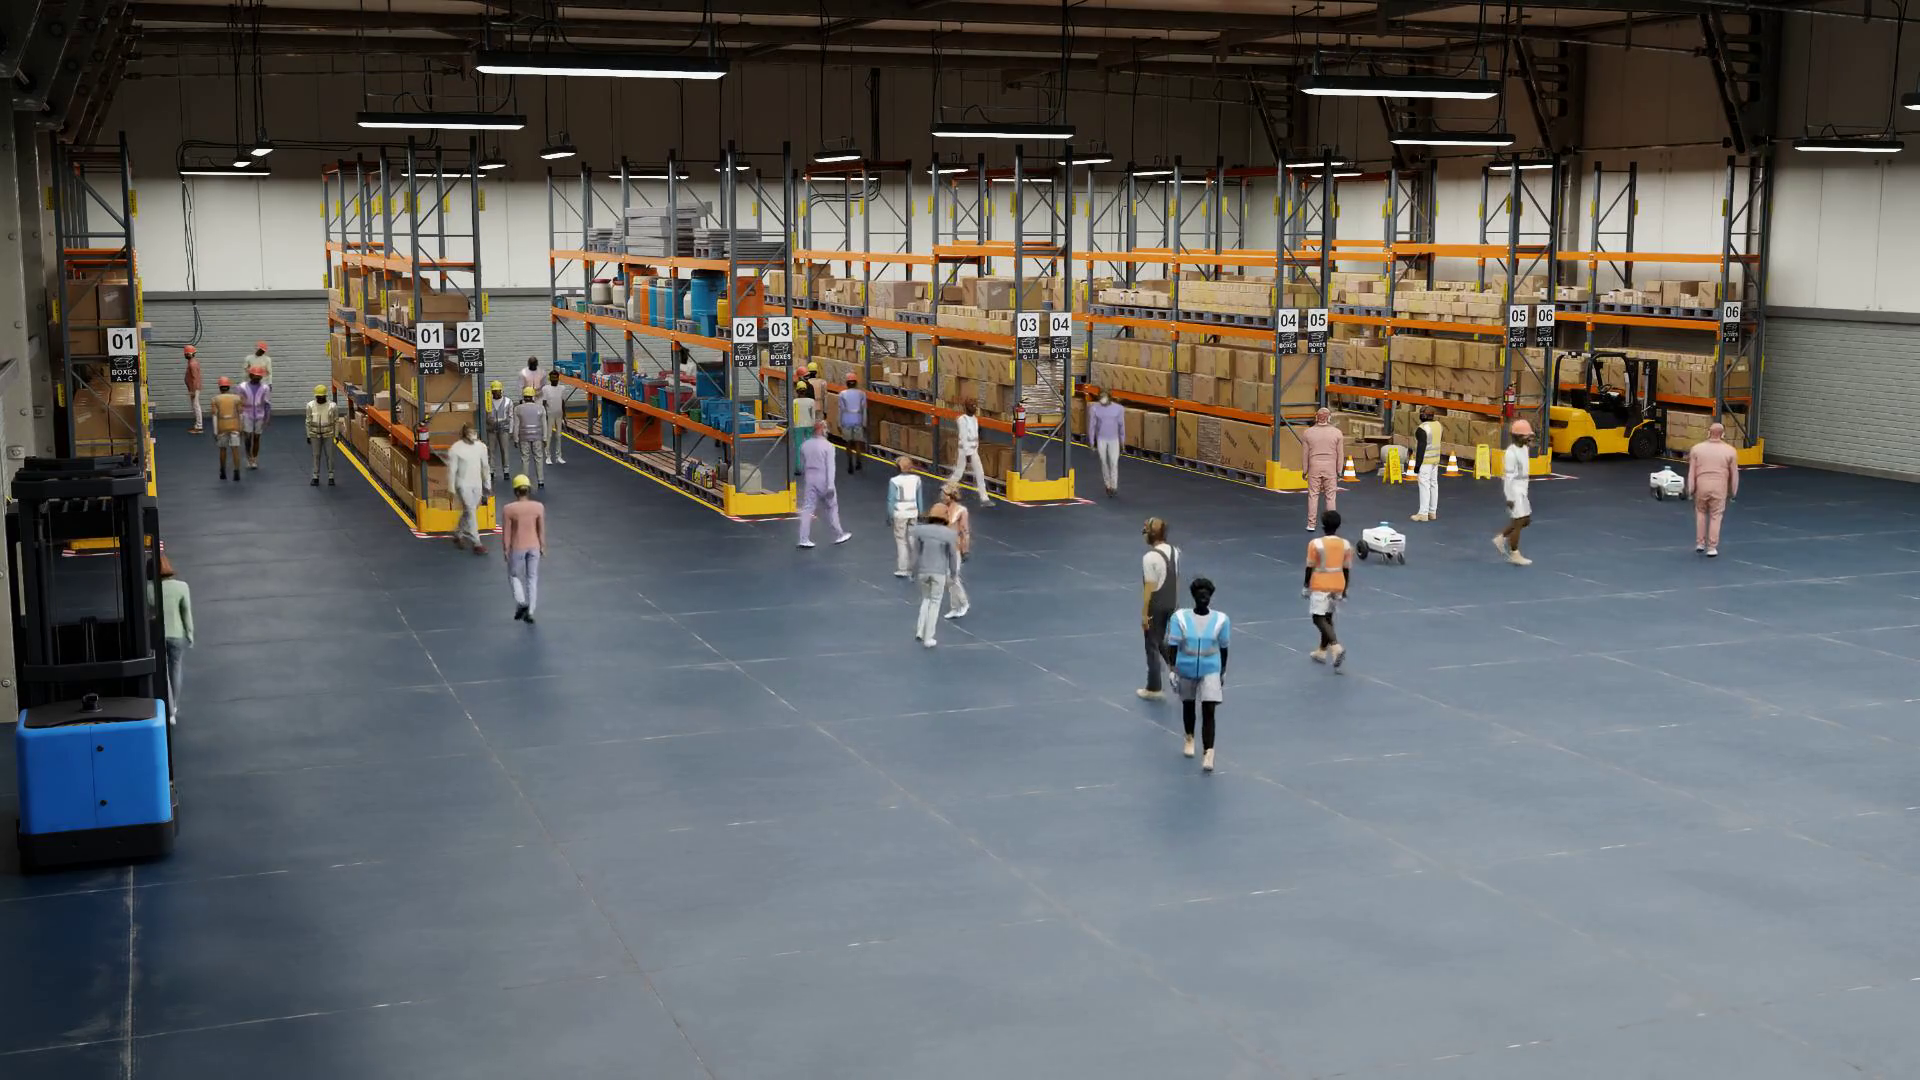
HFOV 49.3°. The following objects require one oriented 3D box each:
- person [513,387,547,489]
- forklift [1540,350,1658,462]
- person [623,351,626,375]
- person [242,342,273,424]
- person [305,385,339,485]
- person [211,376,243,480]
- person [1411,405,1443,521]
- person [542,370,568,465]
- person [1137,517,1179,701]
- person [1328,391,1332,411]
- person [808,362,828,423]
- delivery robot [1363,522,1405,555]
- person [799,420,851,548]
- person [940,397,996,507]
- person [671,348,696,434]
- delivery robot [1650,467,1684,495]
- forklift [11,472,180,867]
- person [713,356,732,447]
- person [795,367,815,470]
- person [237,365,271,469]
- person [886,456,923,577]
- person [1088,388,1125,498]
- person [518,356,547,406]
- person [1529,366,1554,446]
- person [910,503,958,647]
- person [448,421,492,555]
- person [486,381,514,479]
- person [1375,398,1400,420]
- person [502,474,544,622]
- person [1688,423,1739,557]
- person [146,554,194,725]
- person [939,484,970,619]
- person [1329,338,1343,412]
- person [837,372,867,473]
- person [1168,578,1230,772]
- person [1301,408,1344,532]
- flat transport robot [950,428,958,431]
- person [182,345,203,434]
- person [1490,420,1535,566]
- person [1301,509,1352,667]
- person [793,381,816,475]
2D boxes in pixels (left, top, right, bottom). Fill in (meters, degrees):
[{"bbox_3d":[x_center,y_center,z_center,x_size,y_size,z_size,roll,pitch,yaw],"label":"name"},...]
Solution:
[{"bbox_3d":[-7.665,-1.820,37.346,0.600,1.826,0.404,-3,9,-18],"label":"person"},{"bbox_3d":[12.897,-2.725,42.309,2.313,2.155,1.214,-3,9,-21],"label":"forklift"},{"bbox_3d":[-8.190,-3.902,51.996,0.851,1.596,0.530,1,9,5],"label":"person"},{"bbox_3d":[-16.682,-3.733,49.736,0.693,1.943,0.523,-2,9,-12],"label":"person"},{"bbox_3d":[-11.554,-1.907,37.949,0.588,1.822,0.404,-1,9,-7],"label":"person"},{"bbox_3d":[-13.555,-2.073,38.742,0.548,1.937,0.483,-4,9,-23],"label":"person"},{"bbox_3d":[7.425,-1.232,33.381,0.430,1.845,0.619,8,12,43],"label":"person"},{"bbox_3d":[-7.977,-2.422,41.249,0.512,1.864,0.330,-6,10,-34],"label":"person"},{"bbox_3d":[1.984,0.682,20.632,0.474,1.833,0.523,8,11,41],"label":"person"},{"bbox_3d":[8.520,-3.596,49.165,0.526,1.842,0.854,-4,9,-26],"label":"person"},{"bbox_3d":[-2.972,-2.632,42.430,0.585,1.929,0.370,-3,9,-21],"label":"person"},{"bbox_3d":[5.939,-0.010,29.335,0.477,0.478,0.707,-2,9,-16],"label":"delivery robot"},{"bbox_3d":[-2.027,-0.827,30.634,0.669,1.851,0.989,6,11,36],"label":"person"},{"bbox_3d":[0.106,-1.472,35.029,0.985,1.840,0.578,6,10,33],"label":"person"},{"bbox_3d":[-6.237,-3.391,47.475,0.625,1.937,0.826,-4,9,-26],"label":"person"},{"bbox_3d":[12.184,-1.021,36.076,0.477,0.478,0.707,-1,8,-4],"label":"delivery robot"},{"bbox_3d":[-6.630,0.886,15.957,1.129,2.768,1.873,-3,9,-21],"label":"forklift"},{"bbox_3d":[-5.115,-2.932,44.472,0.543,1.922,0.476,-2,9,-15],"label":"person"},{"bbox_3d":[-2.978,-2.344,40.312,0.391,1.987,0.608,1,9,8],"label":"person"},{"bbox_3d":[-13.588,-2.360,40.327,0.646,2.011,0.689,-4,9,-25],"label":"person"},{"bbox_3d":[-0.727,-0.310,27.952,0.531,1.626,0.383,-7,11,-39],"label":"person"},{"bbox_3d":[2.541,-1.680,36.262,0.639,1.871,1.044,1,9,5],"label":"person"},{"bbox_3d":[-9.393,-3.124,46.084,0.631,1.824,0.504,-3,9,-17],"label":"person"},{"bbox_3d":[12.337,-2.824,44.359,0.524,1.716,0.748,-6,10,-35],"label":"person"},{"bbox_3d":[-0.290,0.386,23.335,0.530,1.605,0.395,3,9,21],"label":"person"},{"bbox_3d":[-7.113,-0.778,30.195,0.983,1.905,0.646,7,11,41],"label":"person"},{"bbox_3d":[-8.566,-2.040,38.798,0.590,1.833,0.404,-1,9,-10],"label":"person"},{"bbox_3d":[9.381,-3.114,45.934,0.627,1.844,0.429,-3,9,-18],"label":"person"},{"bbox_3d":[-5.166,0.098,24.790,0.535,1.755,0.373,-5,10,-28],"label":"person"},{"bbox_3d":[10.773,-0.729,29.924,0.672,1.870,0.853,4,10,26],"label":"person"},{"bbox_3d":[-7.555,0.919,19.785,0.526,1.602,0.688,-6,11,-36],"label":"person"},{"bbox_3d":[-0.107,0.139,24.977,0.381,1.625,0.516,-7,11,-39],"label":"person"},{"bbox_3d":[9.197,-3.979,51.386,0.553,1.933,0.356,-2,9,-14],"label":"person"},{"bbox_3d":[-2.054,-2.231,39.792,0.536,1.909,0.462,-3,9,-17],"label":"person"},{"bbox_3d":[2.073,1.139,18.216,0.536,1.651,0.886,1,9,8],"label":"person"},{"bbox_3d":[5.560,-1.076,32.129,0.641,1.908,0.408,1,9,10],"label":"person"},{"bbox_3d":[-0.501,-2.296,45.832,1.431,0.197,0.652,-7,11,-40],"label":"flat transport robot"},{"bbox_3d":[-17.387,-3.419,47.450,0.395,1.993,0.616,-3,9,-19],"label":"person"},{"bbox_3d":[7.685,-0.668,29.013,0.528,2.024,0.631,6,10,33],"label":"person"},{"bbox_3d":[3.944,0.512,22.288,0.533,1.675,0.734,-4,10,-27],"label":"person"},{"bbox_3d":[-2.973,-2.112,39.496,0.523,1.769,0.320,-4,9,-23],"label":"person"}]
